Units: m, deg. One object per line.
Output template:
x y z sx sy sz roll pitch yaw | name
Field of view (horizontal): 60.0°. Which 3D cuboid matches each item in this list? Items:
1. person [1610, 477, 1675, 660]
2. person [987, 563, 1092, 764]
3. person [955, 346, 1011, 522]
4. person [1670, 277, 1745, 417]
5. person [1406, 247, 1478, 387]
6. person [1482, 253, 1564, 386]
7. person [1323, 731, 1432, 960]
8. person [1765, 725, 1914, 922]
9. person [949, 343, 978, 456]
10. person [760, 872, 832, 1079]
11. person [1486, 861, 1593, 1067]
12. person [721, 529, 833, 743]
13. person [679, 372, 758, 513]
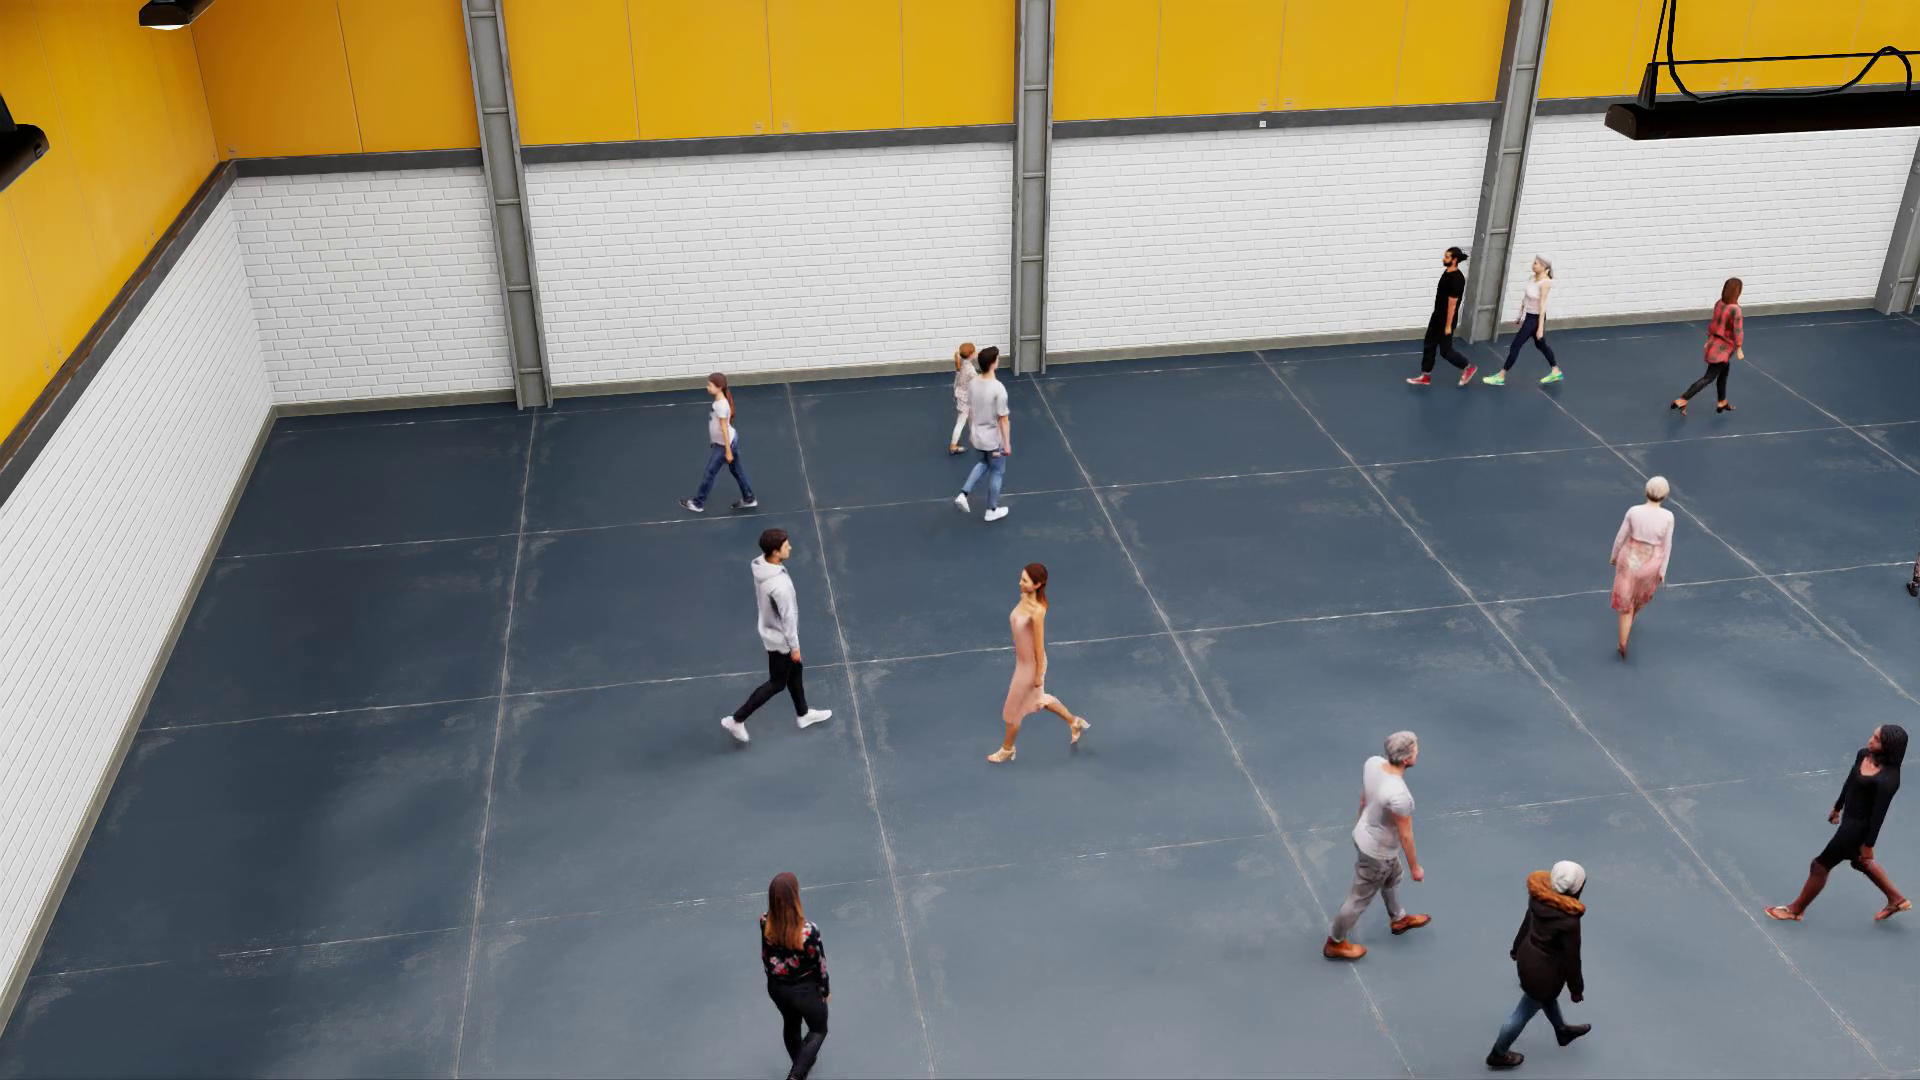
5.971 0.276 14.632 1.080 1.644 1.003 10 30 17 | person
0.636 0.980 13.172 1.065 1.806 0.587 -5 29 -8 | person
0.224 -1.033 16.791 0.970 1.875 0.887 -22 36 -35 | person
8.653 -2.165 19.084 1.097 1.666 0.670 -2 29 -4 | person
5.873 -2.633 19.869 1.072 1.736 0.733 0 29 -1 | person
6.955 -2.595 19.884 1.257 1.655 0.805 1 29 2 | person
2.712 2.085 11.162 1.064 1.791 0.778 -2 29 -3 | person
6.249 2.001 11.430 1.258 1.683 0.912 5 29 9 | person
0.001 -1.539 18.335 0.880 1.284 0.659 -12 31 -21 | person
-1.021 2.745 10.077 0.867 1.672 0.889 12 31 22 | person
3.547 2.659 10.306 0.948 1.604 0.629 -5 29 -9 | person
-1.546 0.798 13.407 1.259 1.901 0.869 -11 31 -20 | person
-2.345 -0.988 17.076 1.017 1.524 0.577 -4 29 -7 | person
